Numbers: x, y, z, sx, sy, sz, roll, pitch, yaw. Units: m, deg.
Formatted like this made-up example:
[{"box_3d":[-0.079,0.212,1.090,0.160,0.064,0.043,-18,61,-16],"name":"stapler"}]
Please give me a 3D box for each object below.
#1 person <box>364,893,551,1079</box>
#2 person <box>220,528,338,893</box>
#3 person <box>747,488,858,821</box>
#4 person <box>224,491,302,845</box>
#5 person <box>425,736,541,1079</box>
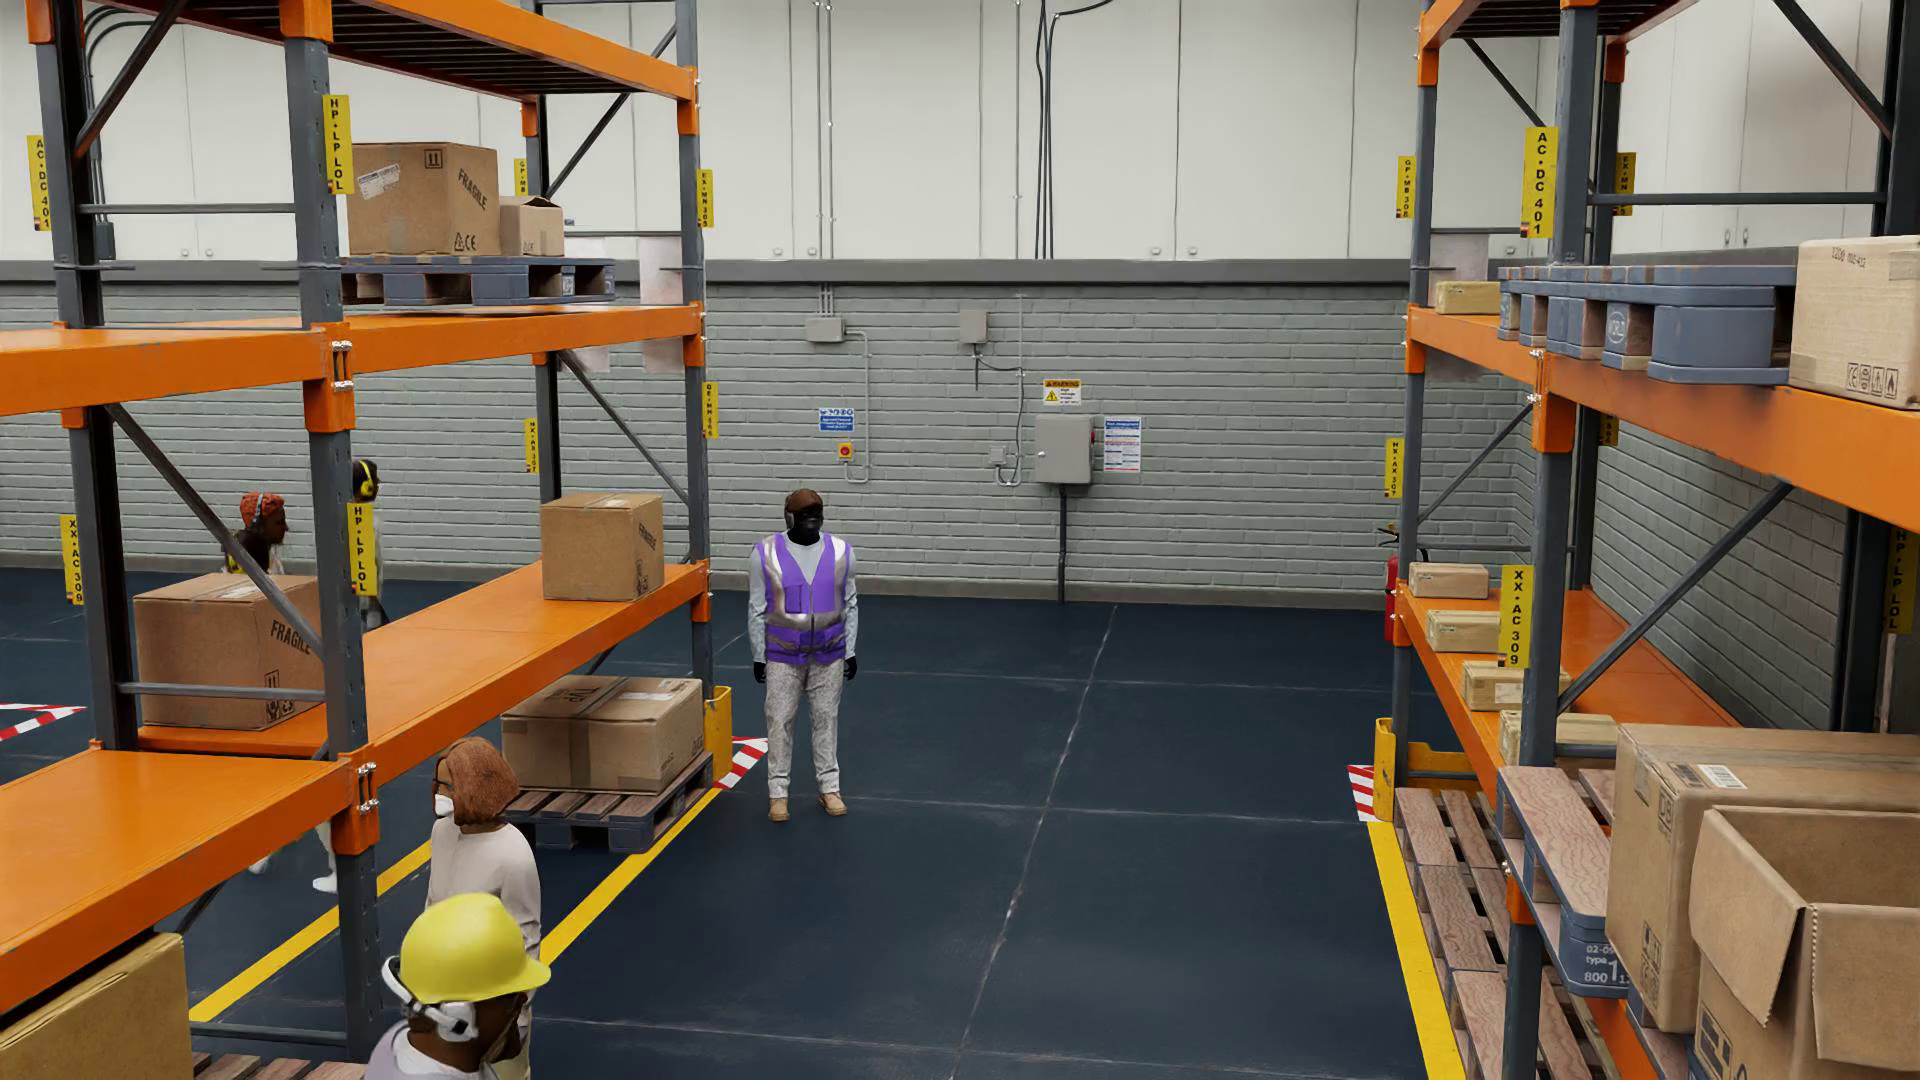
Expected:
[{"box_3d":[-0.997,1.589,3.358,0.404,1.825,0.599,-4,10,-25],"name":"person"},{"box_3d":[-3.335,0.831,8.096,0.956,1.804,0.589,2,10,15],"name":"person"},{"box_3d":[-0.858,0.629,9.224,0.625,1.847,0.429,-3,10,-17],"name":"person"},{"box_3d":[-3.688,0.676,8.831,0.359,1.880,0.575,-1,9,-6],"name":"person"},{"box_3d":[-1.474,1.400,5.115,0.500,1.633,0.286,7,12,38],"name":"person"}]
